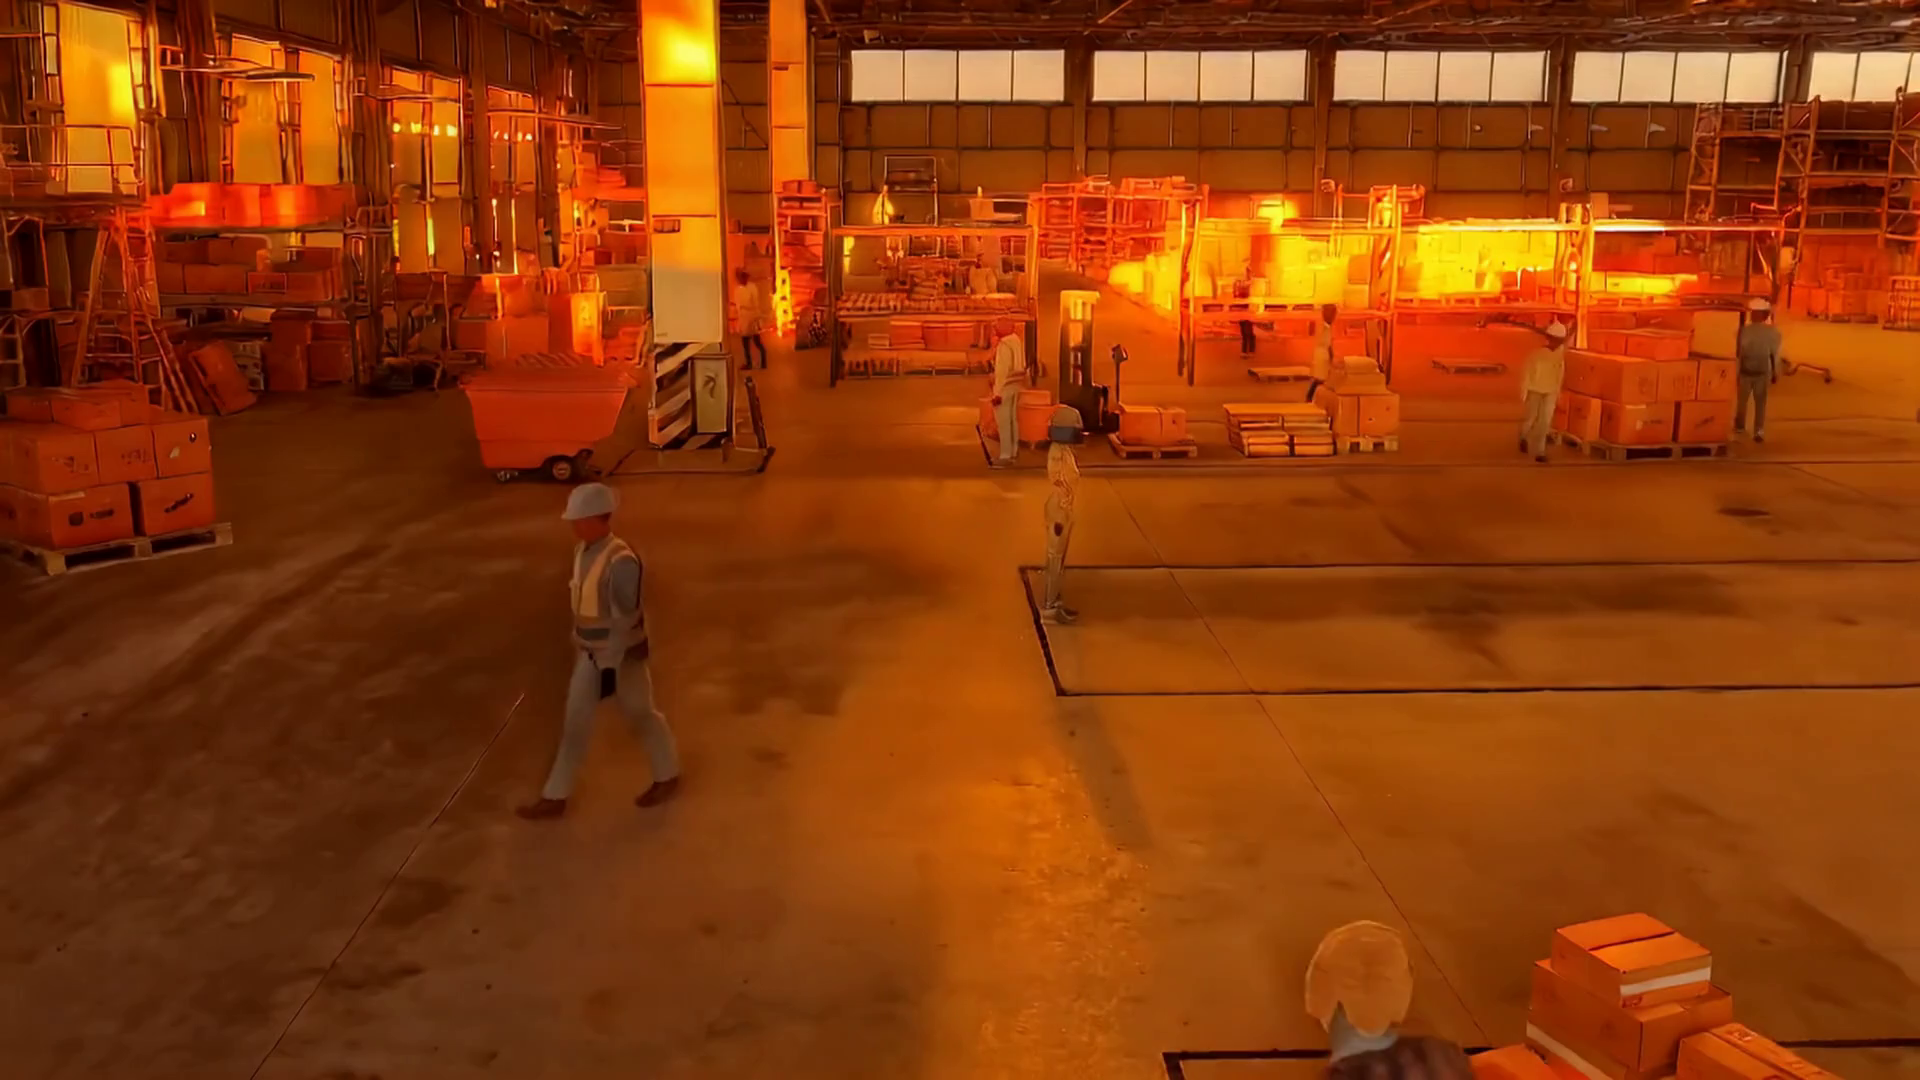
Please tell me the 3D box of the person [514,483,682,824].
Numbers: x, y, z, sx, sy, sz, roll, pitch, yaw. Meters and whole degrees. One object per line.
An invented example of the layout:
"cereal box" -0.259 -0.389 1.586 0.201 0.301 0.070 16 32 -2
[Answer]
"person" -1.972 0.626 9.138 0.995 1.895 0.617 -12 17 -43

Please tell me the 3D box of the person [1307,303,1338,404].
"person" 5.442 -2.621 24.326 0.780 1.667 0.539 4 13 15

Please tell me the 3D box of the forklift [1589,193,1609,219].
"forklift" 22.150 -10.679 57.937 1.873 2.768 1.129 0 12 -2

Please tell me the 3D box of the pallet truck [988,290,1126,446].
"pallet truck" 1.257 -2.299 22.111 1.885 1.965 0.823 -9 15 -35

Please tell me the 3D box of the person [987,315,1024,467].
"person" 0.539 -1.814 20.278 0.430 1.845 0.619 5 14 23

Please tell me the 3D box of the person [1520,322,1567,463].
"person" 7.231 -1.860 20.708 0.547 1.735 0.679 -1 13 -4

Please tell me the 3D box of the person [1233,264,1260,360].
"person" 5.467 -4.352 31.761 0.522 1.833 0.391 12 17 43

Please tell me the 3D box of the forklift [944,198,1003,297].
"forklift" 0.586 -8.148 46.510 1.873 2.768 1.129 -7 14 -27

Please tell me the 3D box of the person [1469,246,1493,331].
"person" 11.792 -5.667 37.499 0.374 1.917 0.596 -2 13 -9

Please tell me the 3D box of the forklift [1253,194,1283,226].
"forklift" 10.063 -9.939 54.595 1.129 2.768 1.873 3 13 13

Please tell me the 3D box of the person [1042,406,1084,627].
"person" 0.822 -0.197 13.203 0.307 1.743 0.484 3 13 13

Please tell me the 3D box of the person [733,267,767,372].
"person" -3.773 -4.006 30.100 0.617 1.887 0.894 6 14 27

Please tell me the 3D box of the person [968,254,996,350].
"person" 0.432 -4.809 33.587 0.629 1.936 0.373 8 15 34

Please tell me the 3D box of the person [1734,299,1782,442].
"person" 10.660 -2.272 22.266 0.598 1.889 0.984 3 13 13

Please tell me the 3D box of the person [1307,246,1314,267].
"person" 8.177 -5.939 38.781 0.904 1.899 0.547 1 13 6

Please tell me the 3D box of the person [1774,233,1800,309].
"person" 21.613 -7.026 43.525 0.608 1.965 0.365 5 14 23

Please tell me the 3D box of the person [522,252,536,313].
"person" -10.528 -6.214 40.626 0.314 1.634 0.515 -7 14 -30

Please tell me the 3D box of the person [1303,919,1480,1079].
"person" 0.868 1.795 3.817 0.671 1.910 0.492 -9 15 -36

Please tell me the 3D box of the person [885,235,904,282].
"person" -2.094 -9.157 53.352 0.572 1.869 0.406 4 13 16
